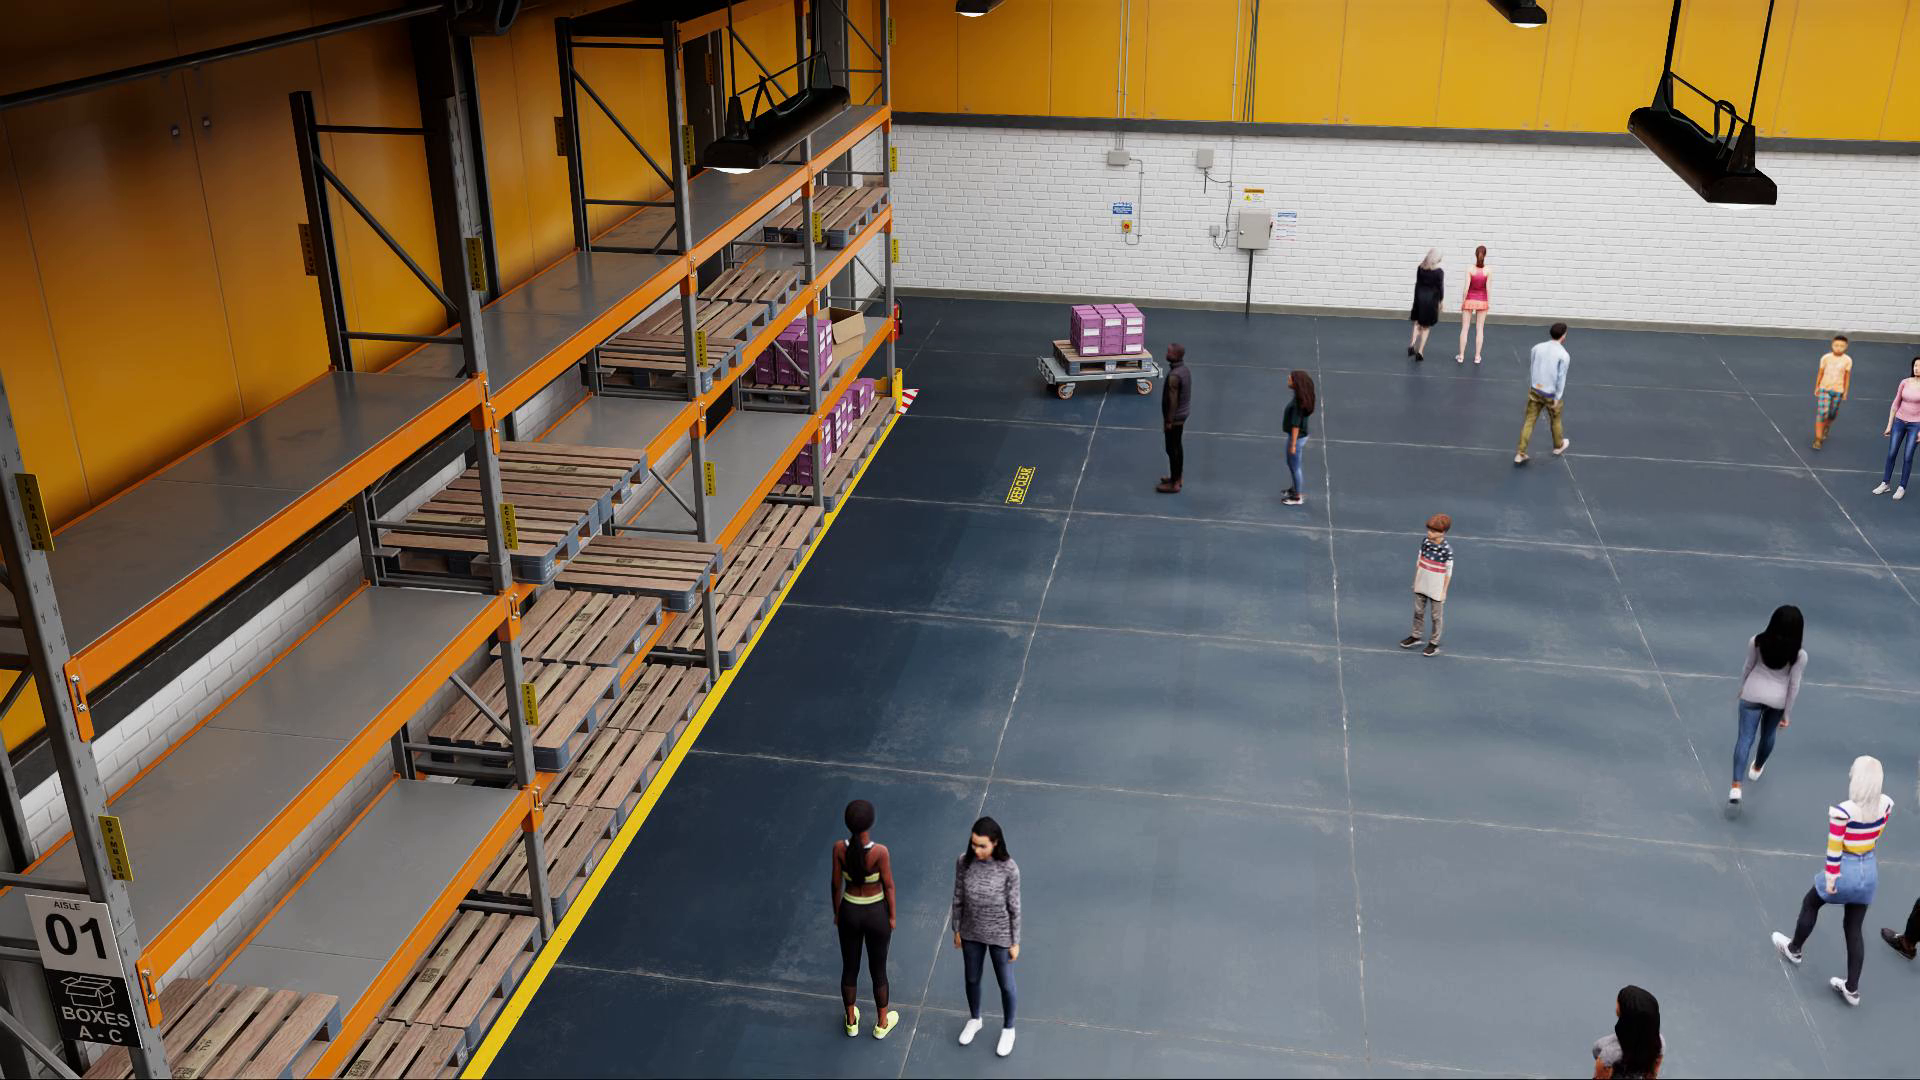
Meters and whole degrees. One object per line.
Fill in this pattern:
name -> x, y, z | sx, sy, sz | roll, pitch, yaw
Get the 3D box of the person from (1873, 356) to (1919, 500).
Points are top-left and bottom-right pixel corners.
person -> 11.225, -1.349, 19.683 | 0.703, 1.742, 0.648 | -16, 28, -33

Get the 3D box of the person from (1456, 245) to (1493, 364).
person -> 7.610, -3.491, 24.567 | 0.554, 1.754, 0.549 | 4, 24, 10

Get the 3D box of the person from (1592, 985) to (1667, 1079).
person -> 3.631, 3.254, 9.124 | 0.872, 1.765, 1.014 | -9, 25, -19

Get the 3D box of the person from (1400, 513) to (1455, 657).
person -> 4.550, 0.402, 16.050 | 0.629, 1.443, 0.587 | -19, 30, -37

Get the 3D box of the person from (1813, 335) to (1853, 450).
person -> 11.204, -1.926, 21.382 | 0.682, 1.439, 0.991 | 10, 26, 22

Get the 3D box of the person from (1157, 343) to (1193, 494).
person -> 2.566, -1.472, 19.846 | 0.796, 1.836, 0.556 | 8, 25, 18

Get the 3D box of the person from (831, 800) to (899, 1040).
person -> -0.636, 2.487, 10.893 | 0.558, 1.754, 0.487 | 4, 24, 9

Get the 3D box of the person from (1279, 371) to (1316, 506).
person -> 3.959, -1.197, 19.496 | 0.686, 1.612, 0.563 | 10, 25, 21

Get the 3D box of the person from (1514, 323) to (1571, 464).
person -> 7.208, -1.783, 20.650 | 1.265, 1.762, 1.141 | -20, 30, -38

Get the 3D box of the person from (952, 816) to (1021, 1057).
person -> 0.189, 2.538, 10.805 | 0.652, 1.731, 0.582 | 8, 25, 18

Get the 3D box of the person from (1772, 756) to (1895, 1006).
person -> 6.068, 2.329, 11.232 | 0.863, 1.770, 1.066 | -3, 24, -7

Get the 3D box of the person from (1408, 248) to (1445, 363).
person -> 6.877, -3.434, 24.470 | 0.756, 1.728, 0.792 | 17, 29, 34

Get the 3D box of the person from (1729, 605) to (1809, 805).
person -> 6.520, 1.361, 13.533 | 0.895, 1.701, 1.241 | 13, 27, 27
